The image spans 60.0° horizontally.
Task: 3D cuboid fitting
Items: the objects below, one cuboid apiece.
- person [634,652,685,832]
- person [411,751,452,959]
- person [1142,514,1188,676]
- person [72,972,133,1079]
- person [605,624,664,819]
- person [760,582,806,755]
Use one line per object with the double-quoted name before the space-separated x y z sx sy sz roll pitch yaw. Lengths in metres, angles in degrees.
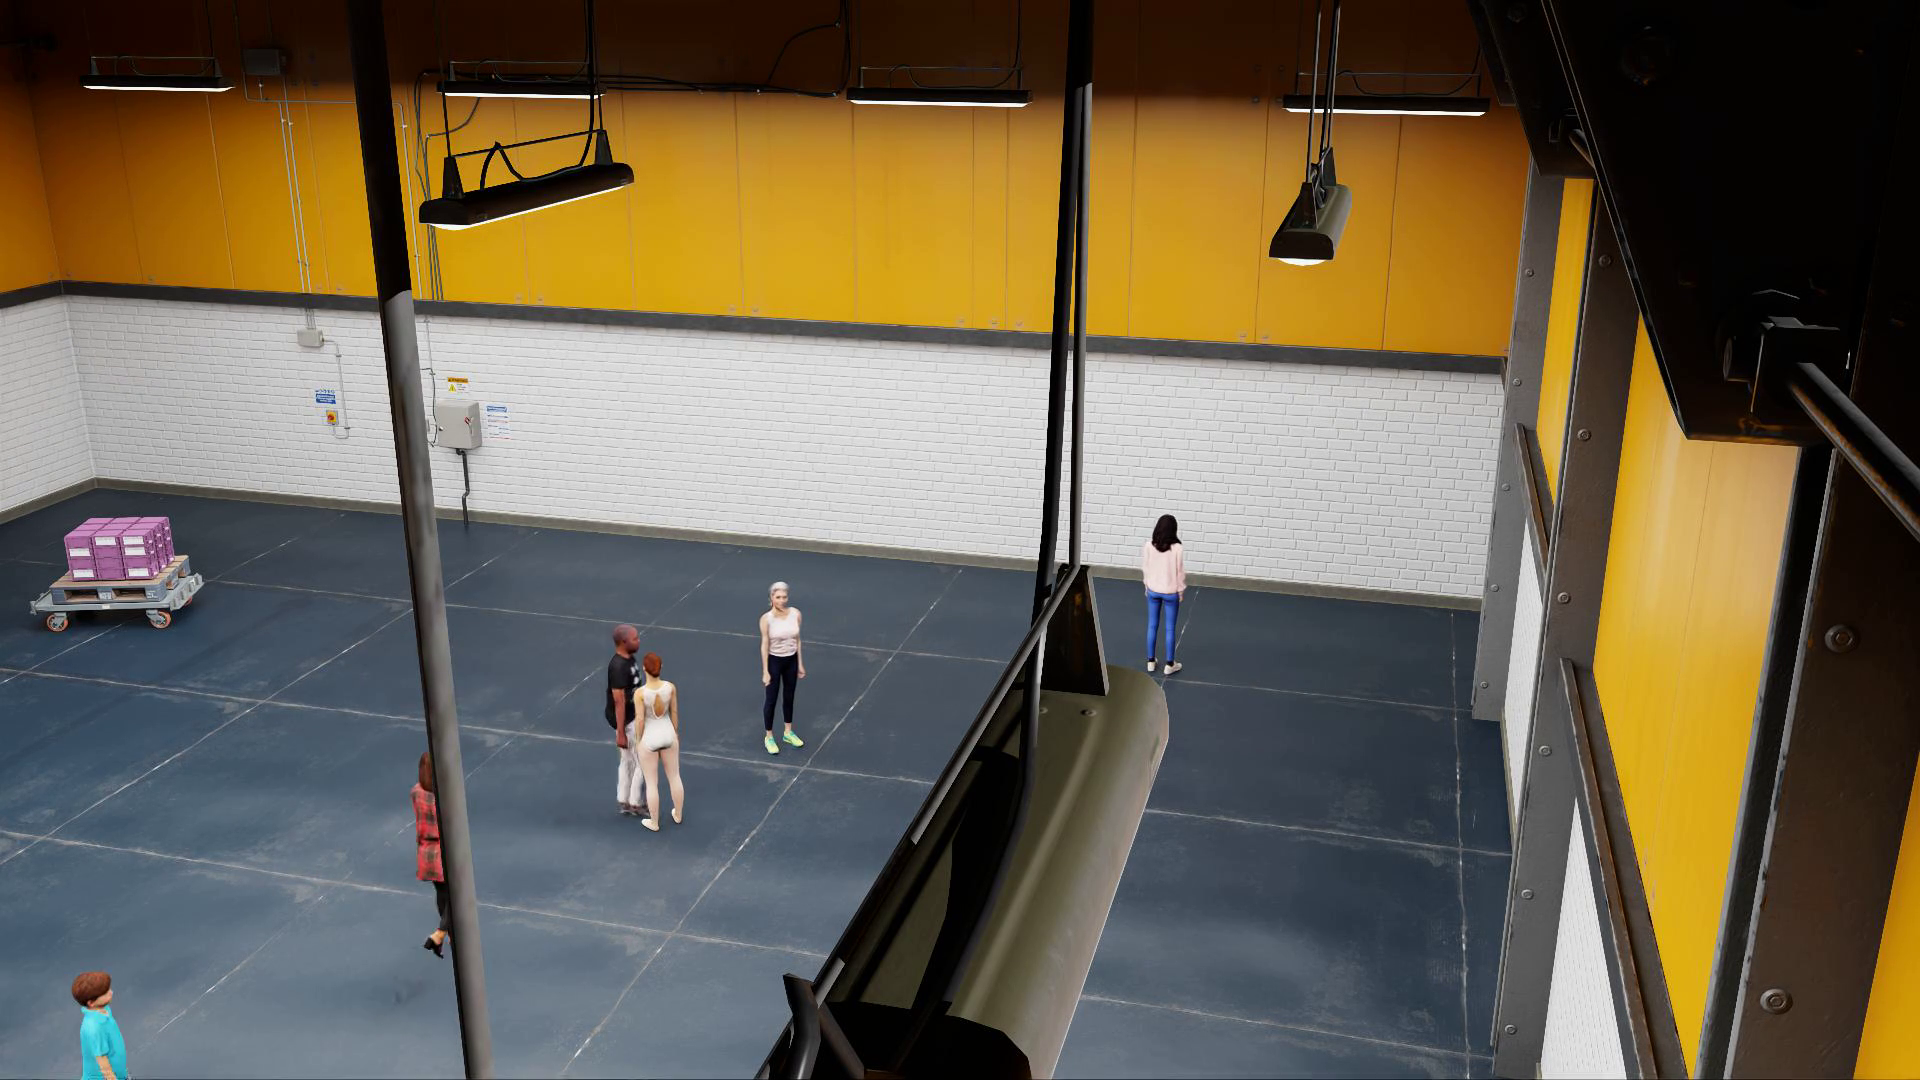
"person" -2.628 1.743 14.478 0.603 1.643 0.675 -12 22 -31
"person" -3.930 2.396 12.468 0.631 1.690 0.821 6 20 19
"person" 2.171 0.568 17.769 0.697 1.769 0.631 10 21 28
"person" -5.317 3.303 10.193 0.904 1.422 0.926 -6 20 -17
"person" -3.013 1.603 14.661 0.855 1.793 0.750 -1 19 -2
"person" -1.719 1.199 16.002 0.668 1.701 0.751 -13 23 -34
